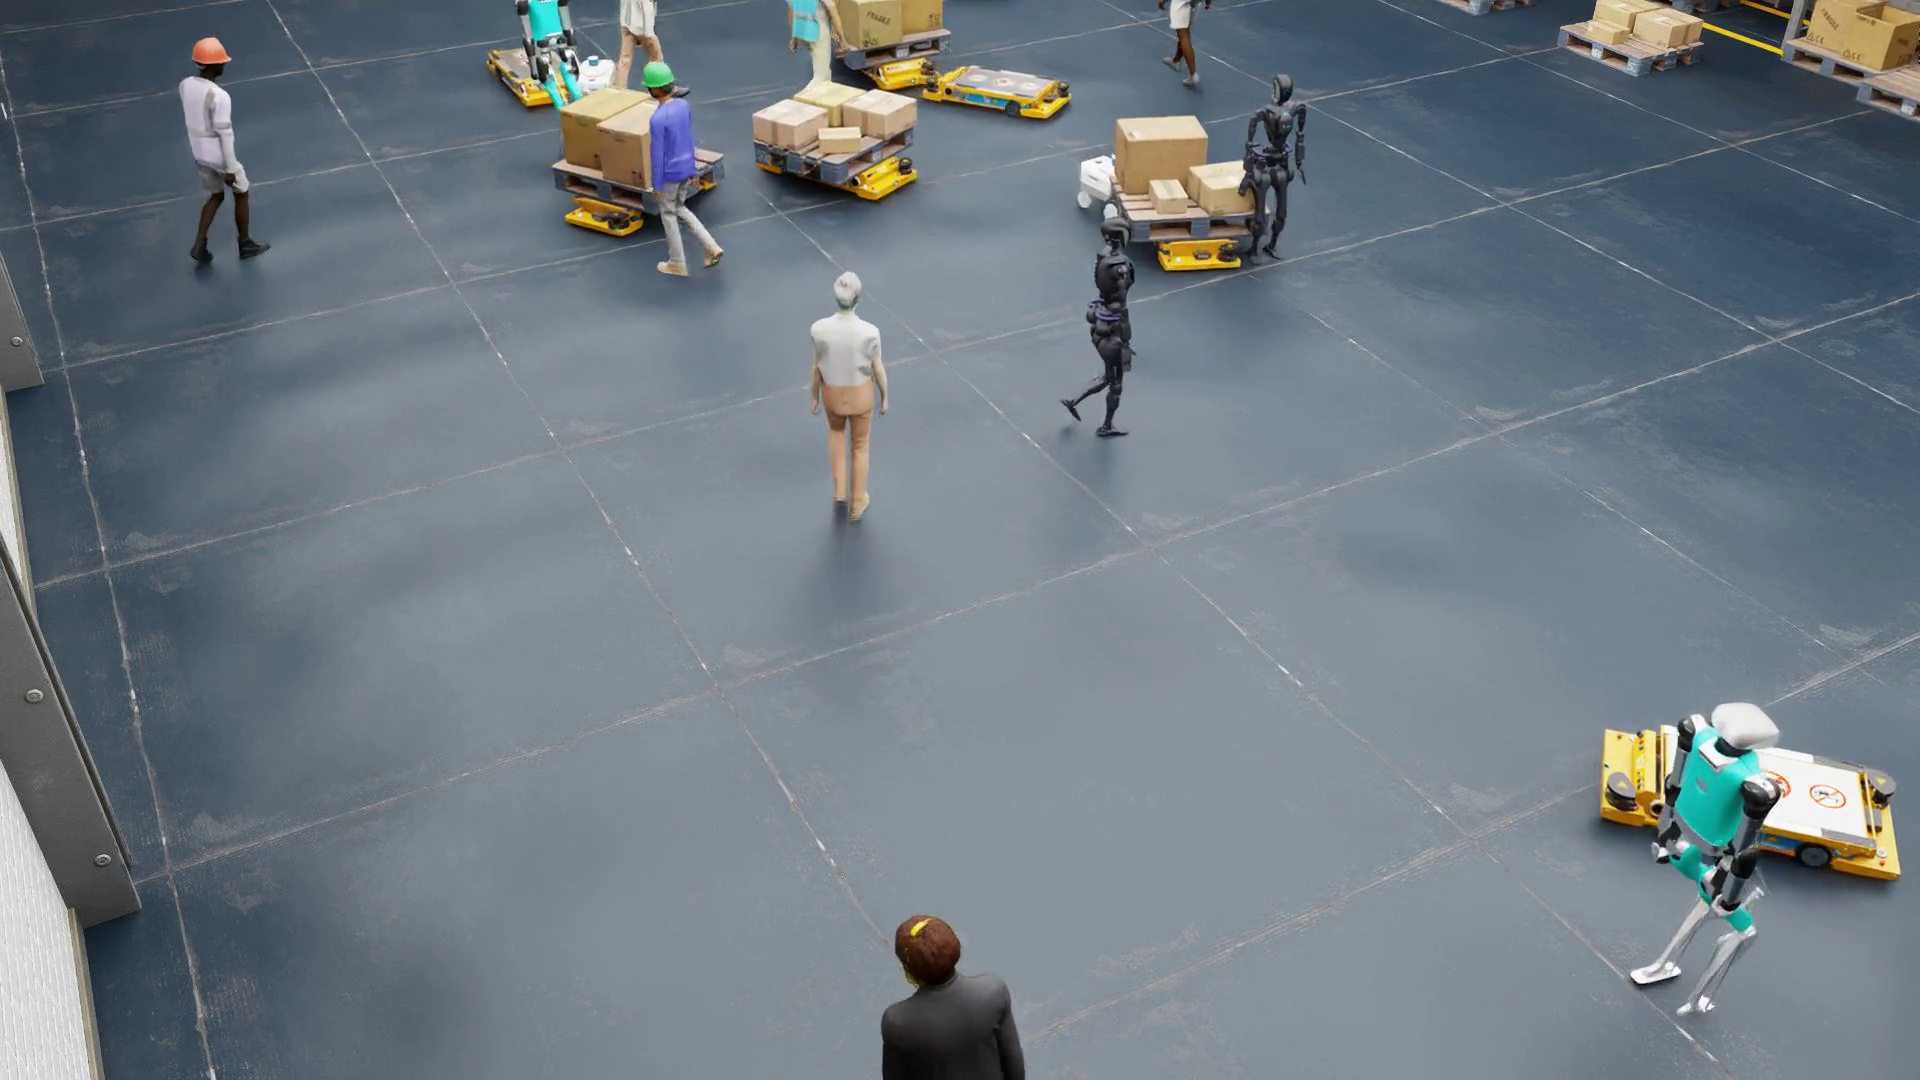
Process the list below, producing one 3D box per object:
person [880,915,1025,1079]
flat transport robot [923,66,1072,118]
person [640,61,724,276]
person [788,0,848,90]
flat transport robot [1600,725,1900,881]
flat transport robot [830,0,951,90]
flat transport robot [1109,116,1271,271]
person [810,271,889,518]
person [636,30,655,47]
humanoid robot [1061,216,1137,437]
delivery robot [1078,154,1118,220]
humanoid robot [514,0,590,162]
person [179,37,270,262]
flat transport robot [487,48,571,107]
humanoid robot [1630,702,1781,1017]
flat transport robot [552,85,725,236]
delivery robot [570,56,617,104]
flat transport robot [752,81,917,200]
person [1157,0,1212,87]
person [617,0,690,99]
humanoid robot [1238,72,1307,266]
[{"bbox_3d":[-0.048,2.102,6.353,0.522,1.828,0.872,-18,39,-24],"label":"person"},{"bbox_3d":[0.391,-4.705,17.434,1.431,0.231,0.659,15,38,21],"label":"flat transport robot"},{"bbox_3d":[-2.313,-3.004,13.639,0.524,1.847,0.468,16,38,21],"label":"person"},{"bbox_3d":[-1.474,-4.962,16.464,0.661,1.795,0.838,27,43,33],"label":"person"},{"bbox_3d":[4.154,1.354,8.782,1.431,0.231,0.659,11,37,15],"label":"flat transport robot"},{"bbox_3d":[-0.843,-5.290,18.269,0.659,0.231,1.431,-17,39,-23],"label":"flat transport robot"},{"bbox_3d":[1.979,-2.762,14.659,0.659,0.231,1.431,-4,35,-6],"label":"flat transport robot"},{"bbox_3d":[-0.714,-0.944,10.788,0.506,1.727,0.413,5,35,6],"label":"person"},{"bbox_3d":[-3.656,-6.493,18.510,0.369,1.963,0.606,7,36,10],"label":"person"},{"bbox_3d":[0.988,-1.462,11.576,0.487,1.639,0.590,-7,36,-10],"label":"humanoid robot"},{"bbox_3d":[1.422,-3.163,15.000,0.499,0.614,0.817,-22,41,-28],"label":"delivery robot"},{"bbox_3d":[-3.739,-4.404,15.726,0.531,1.795,0.737,-27,43,-33],"label":"humanoid robot"},{"bbox_3d":[-6.259,-3.208,13.896,0.556,1.883,0.737,18,39,24],"label":"person"},{"bbox_3d":[-4.562,-5.003,17.859,0.659,0.231,1.431,-18,39,-24],"label":"flat transport robot"},{"bbox_3d":[3.422,1.402,7.406,0.674,1.761,0.531,-11,36,-15],"label":"humanoid robot"},{"bbox_3d":[-2.908,-3.174,15.247,0.659,0.231,1.431,18,39,24],"label":"flat transport robot"},{"bbox_3d":[-3.749,-4.685,17.146,0.499,0.583,0.767,-2,35,-3],"label":"delivery robot"},{"bbox_3d":[-1.182,-3.572,15.815,1.431,0.231,0.659,21,40,27],"label":"flat transport robot"},{"bbox_3d":[2.412,-5.792,17.575,0.563,1.902,0.938,-15,38,-20],"label":"person"},{"bbox_3d":[-3.228,-5.198,16.959,0.445,1.605,0.856,26,43,32],"label":"person"},{"bbox_3d":[2.623,-3.118,13.943,0.612,1.656,0.308,-13,37,-18],"label":"humanoid robot"}]
